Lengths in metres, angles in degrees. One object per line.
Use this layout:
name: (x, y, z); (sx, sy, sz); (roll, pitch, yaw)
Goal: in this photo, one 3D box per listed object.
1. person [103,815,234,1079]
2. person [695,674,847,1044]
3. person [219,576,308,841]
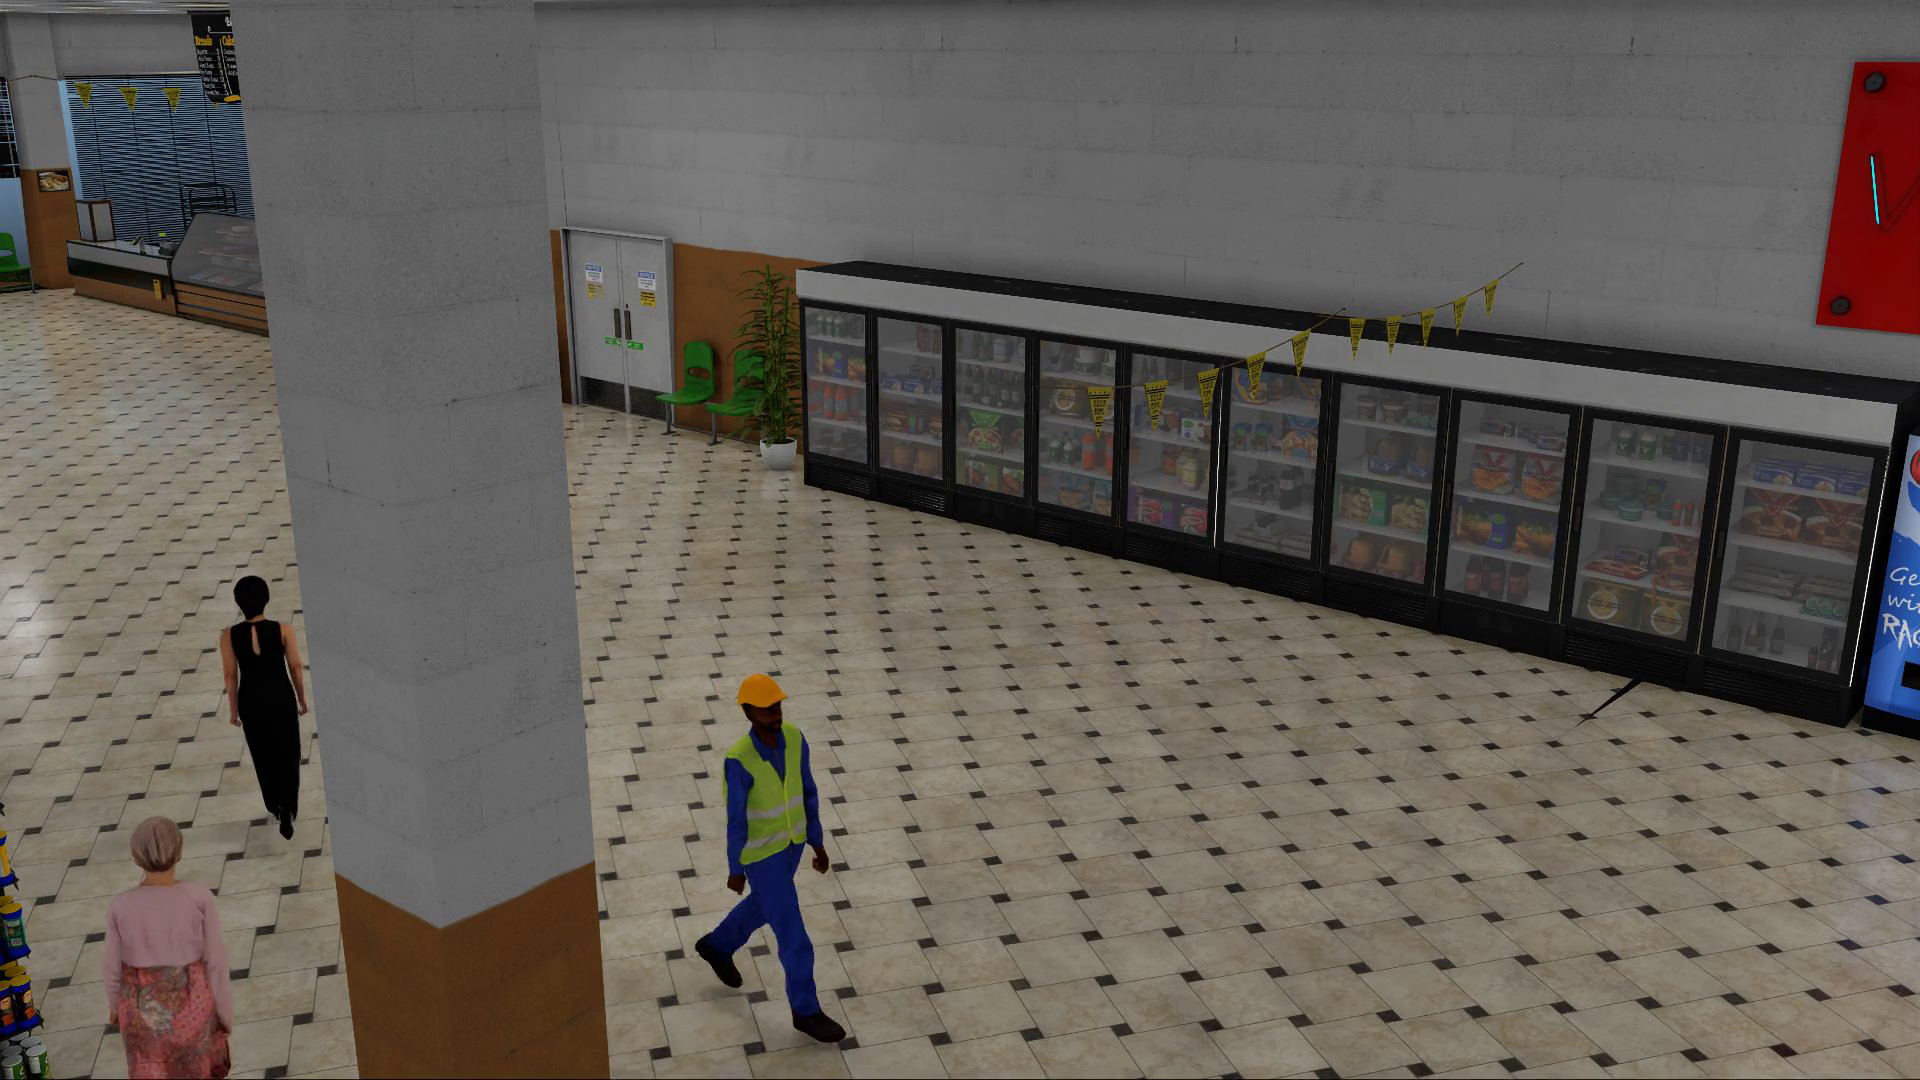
person: (-3.125, 1.951, 6.605); (1.086, 1.645, 0.912); (-9, 19, -28)
person: (-0.965, 1.470, 7.966); (0.824, 1.774, 1.194); (10, 20, 30)
person: (-4.084, 1.015, 9.794); (0.978, 1.584, 0.941); (-6, 18, -18)
